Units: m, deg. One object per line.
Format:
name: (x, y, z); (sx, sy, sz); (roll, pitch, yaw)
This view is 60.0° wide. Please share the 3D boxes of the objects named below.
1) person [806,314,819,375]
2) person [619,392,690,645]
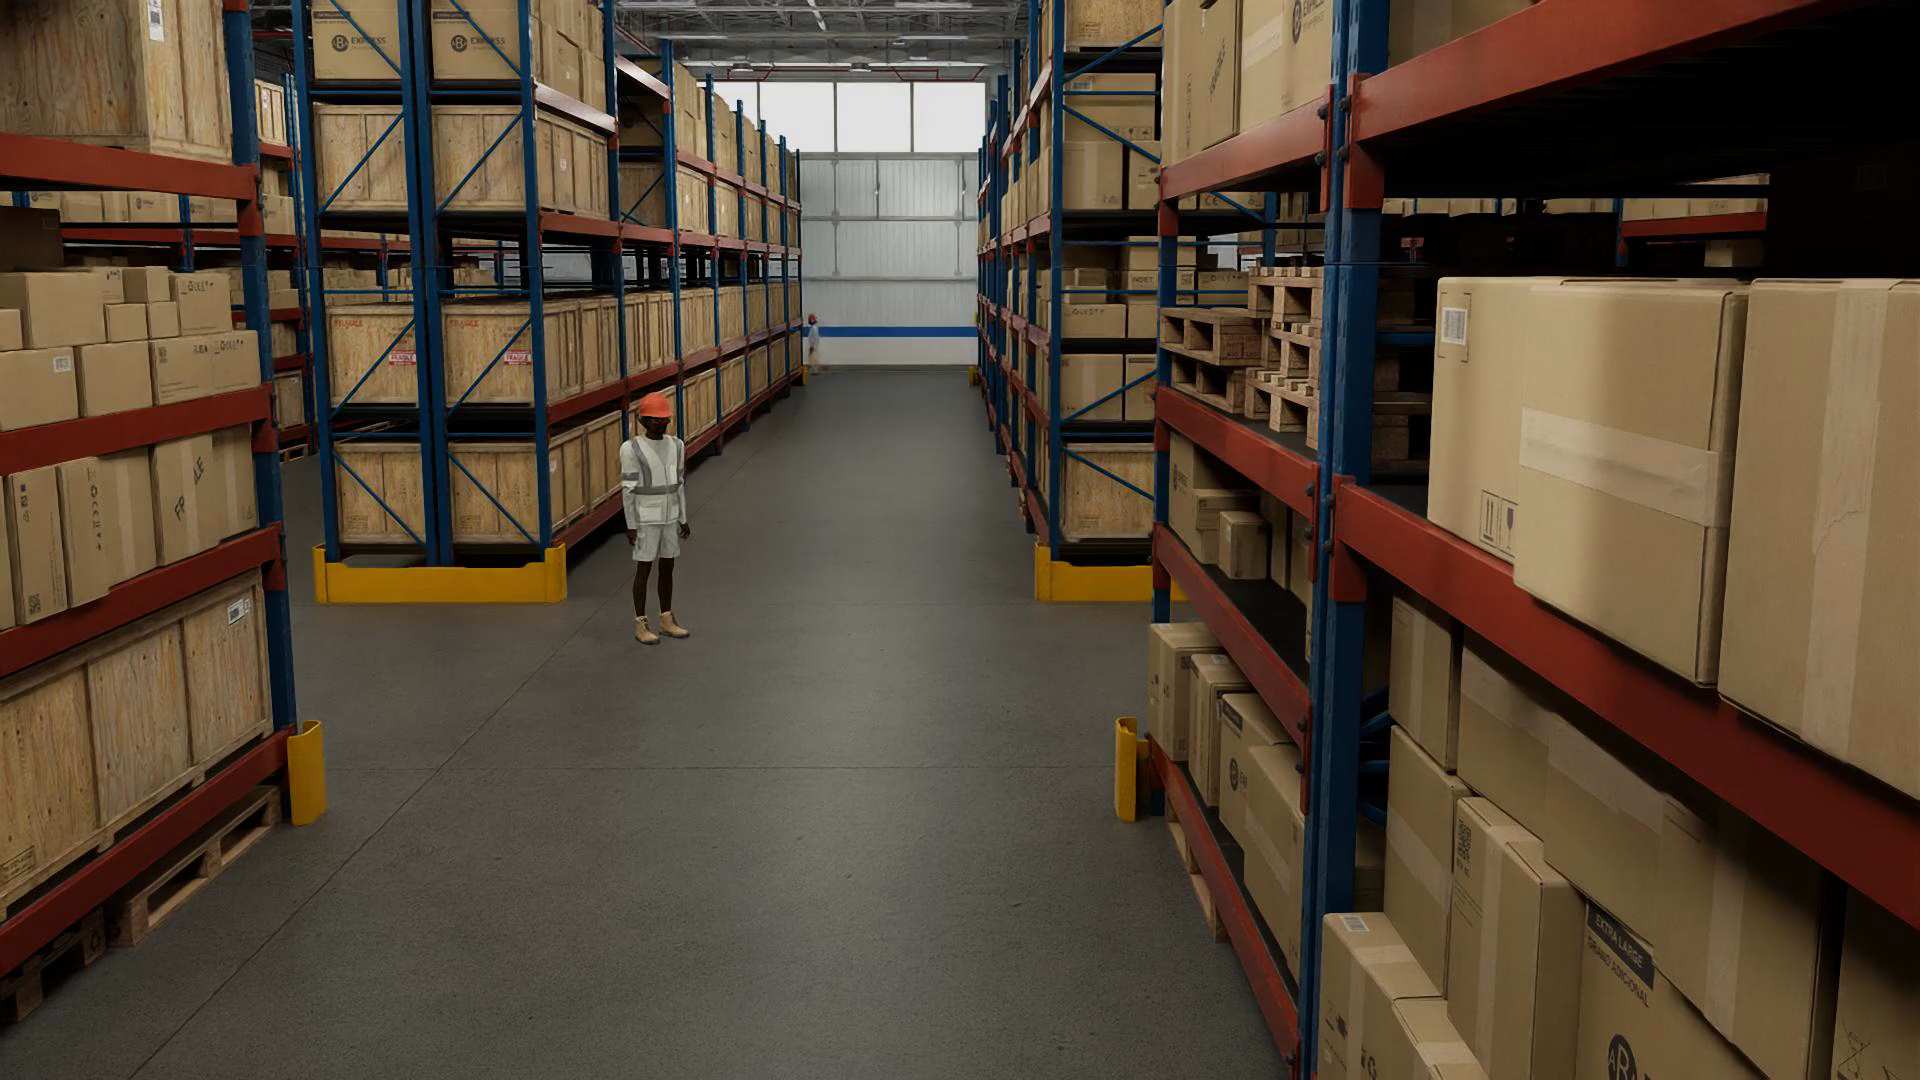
person: (-4.242, -5.546, 47.326); (0.455, 1.737, 0.588); (0, 9, -1)
person: (-2.453, -0.178, 13.512); (0.374, 2.043, 0.611); (8, 12, 42)
